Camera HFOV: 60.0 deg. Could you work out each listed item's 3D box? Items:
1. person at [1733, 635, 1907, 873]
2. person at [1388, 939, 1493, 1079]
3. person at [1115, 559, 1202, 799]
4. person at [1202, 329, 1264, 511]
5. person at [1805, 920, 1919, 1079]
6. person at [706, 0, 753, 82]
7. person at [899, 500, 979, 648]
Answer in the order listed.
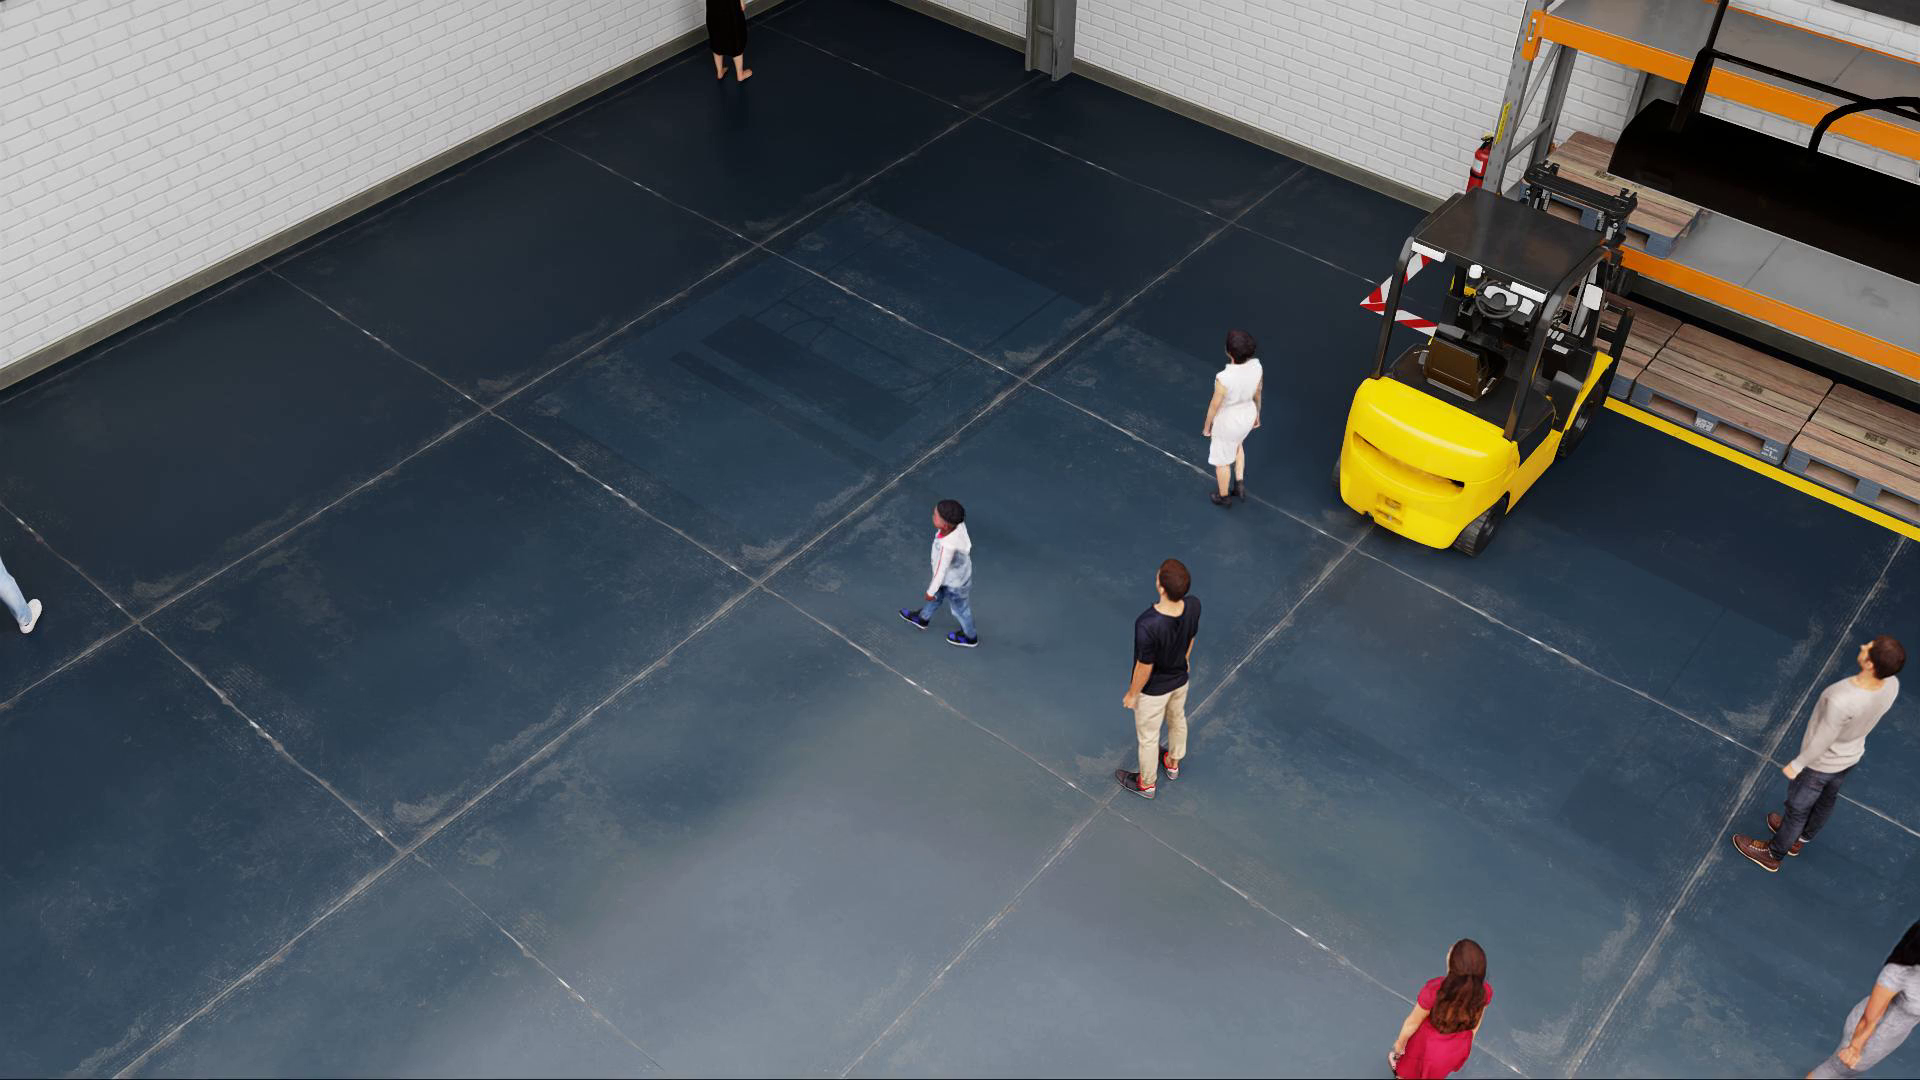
[{"bbox_3d":[4.889,1.209,9.355,0.730,1.868,0.702,-21,47,-20],"label":"person"},{"bbox_3d":[2.379,2.530,8.214,0.937,1.530,1.029,-6,44,-6],"label":"person"},{"bbox_3d":[1.188,0.820,9.770,0.671,1.858,0.595,-29,51,-27],"label":"person"},{"bbox_3d":[1.964,-0.786,11.685,0.669,1.543,0.719,-21,47,-21],"label":"person"},{"bbox_3d":[4.489,2.401,8.167,0.658,1.781,0.635,-22,48,-21],"label":"person"},{"bbox_3d":[-2.337,-5.305,16.369,0.618,1.625,0.710,12,45,12],"label":"person"},{"bbox_3d":[0.006,0.238,10.829,0.864,1.241,0.716,8,44,9],"label":"person"}]
